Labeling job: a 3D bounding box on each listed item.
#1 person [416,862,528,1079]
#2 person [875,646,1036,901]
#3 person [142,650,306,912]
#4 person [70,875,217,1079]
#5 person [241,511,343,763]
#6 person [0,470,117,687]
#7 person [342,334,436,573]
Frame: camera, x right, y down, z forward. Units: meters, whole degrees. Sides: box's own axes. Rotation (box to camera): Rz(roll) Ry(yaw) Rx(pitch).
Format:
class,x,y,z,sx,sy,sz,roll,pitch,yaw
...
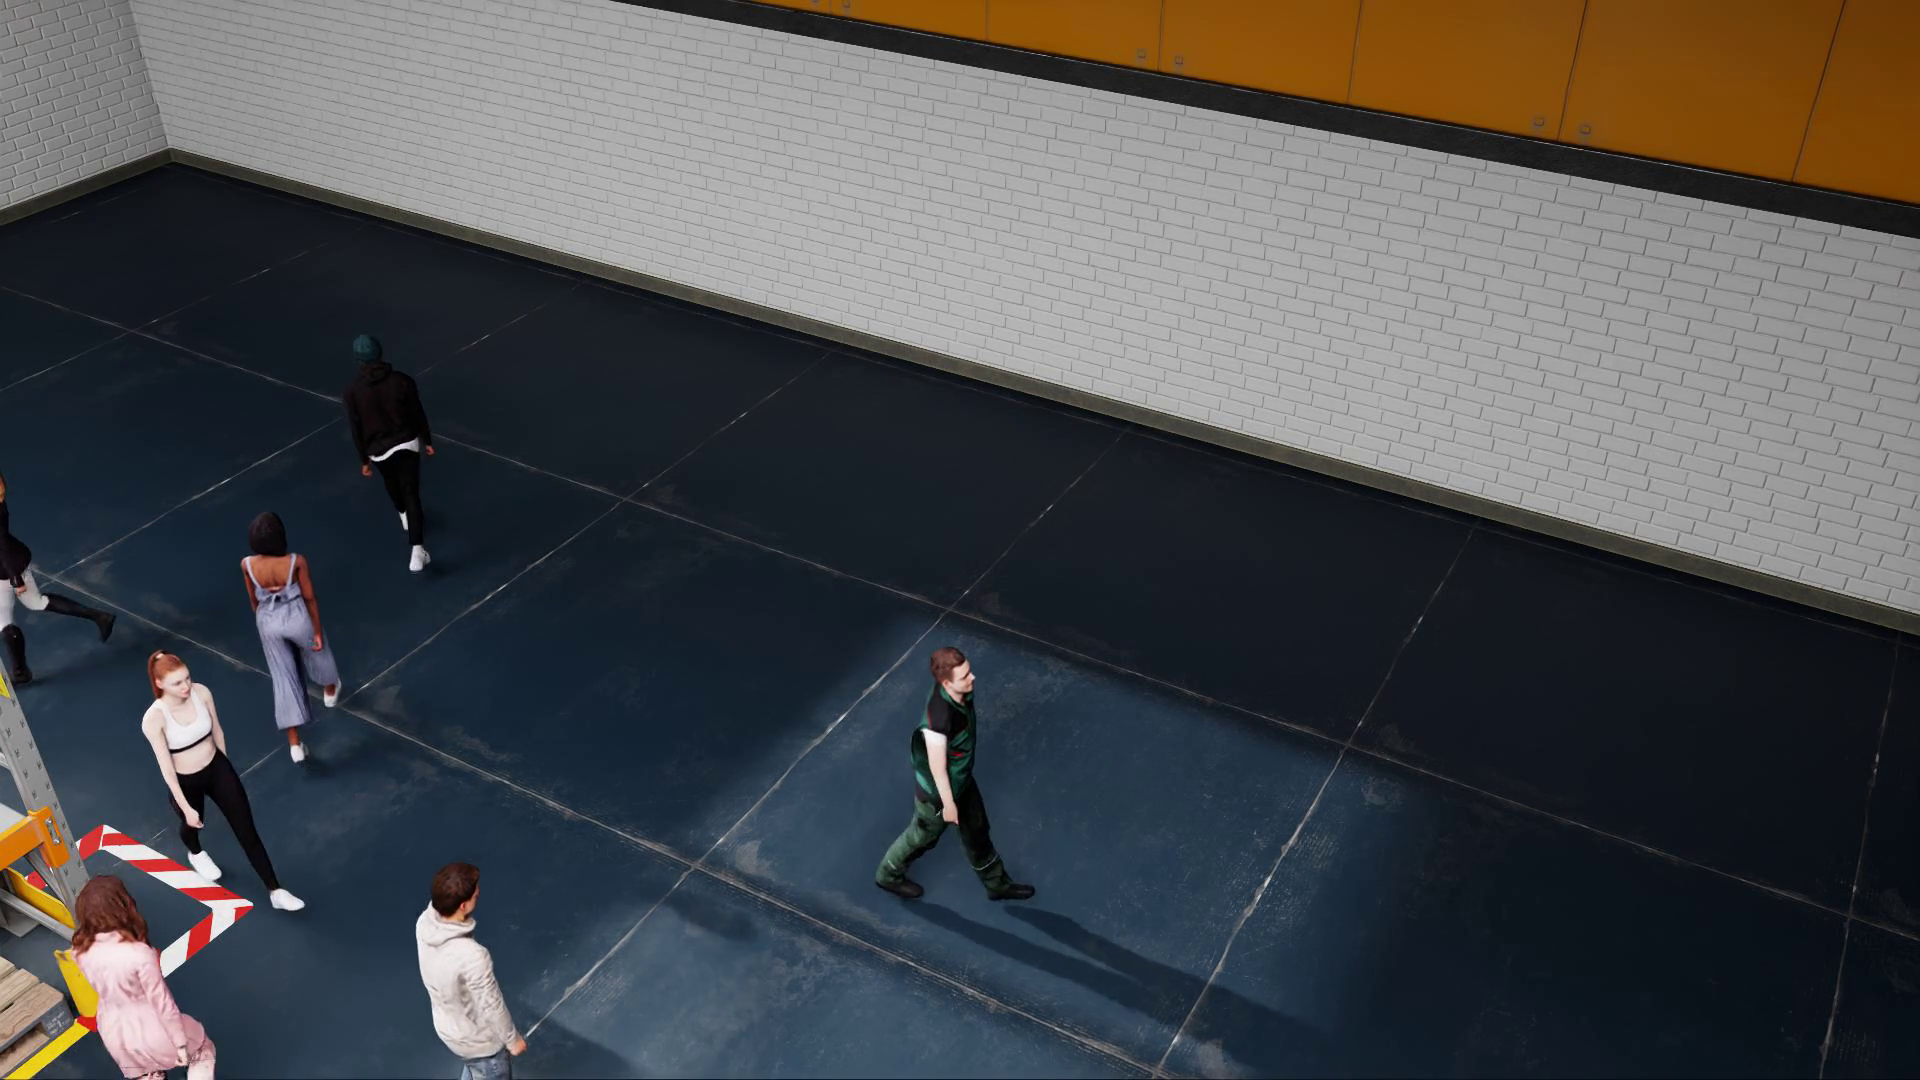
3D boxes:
class,x,y,z,sx,sy,sz,roll,pitch,yaw
person,-2.293,2.264,7.752,0.926,1.831,0.973,-28,43,-36
person,-0.165,1.335,9.182,0.935,1.794,1.169,8,34,12
person,-4.300,1.341,9.272,0.735,1.685,1.149,22,39,29
person,-3.805,2.341,7.677,0.716,1.787,0.727,3,34,5
person,-4.206,0.613,10.392,1.076,1.658,1.132,-9,35,-13
person,-6.185,0.188,10.987,1.134,1.707,0.955,-16,37,-22
person,-4.127,-0.602,12.125,1.258,1.764,1.301,-8,35,-12
